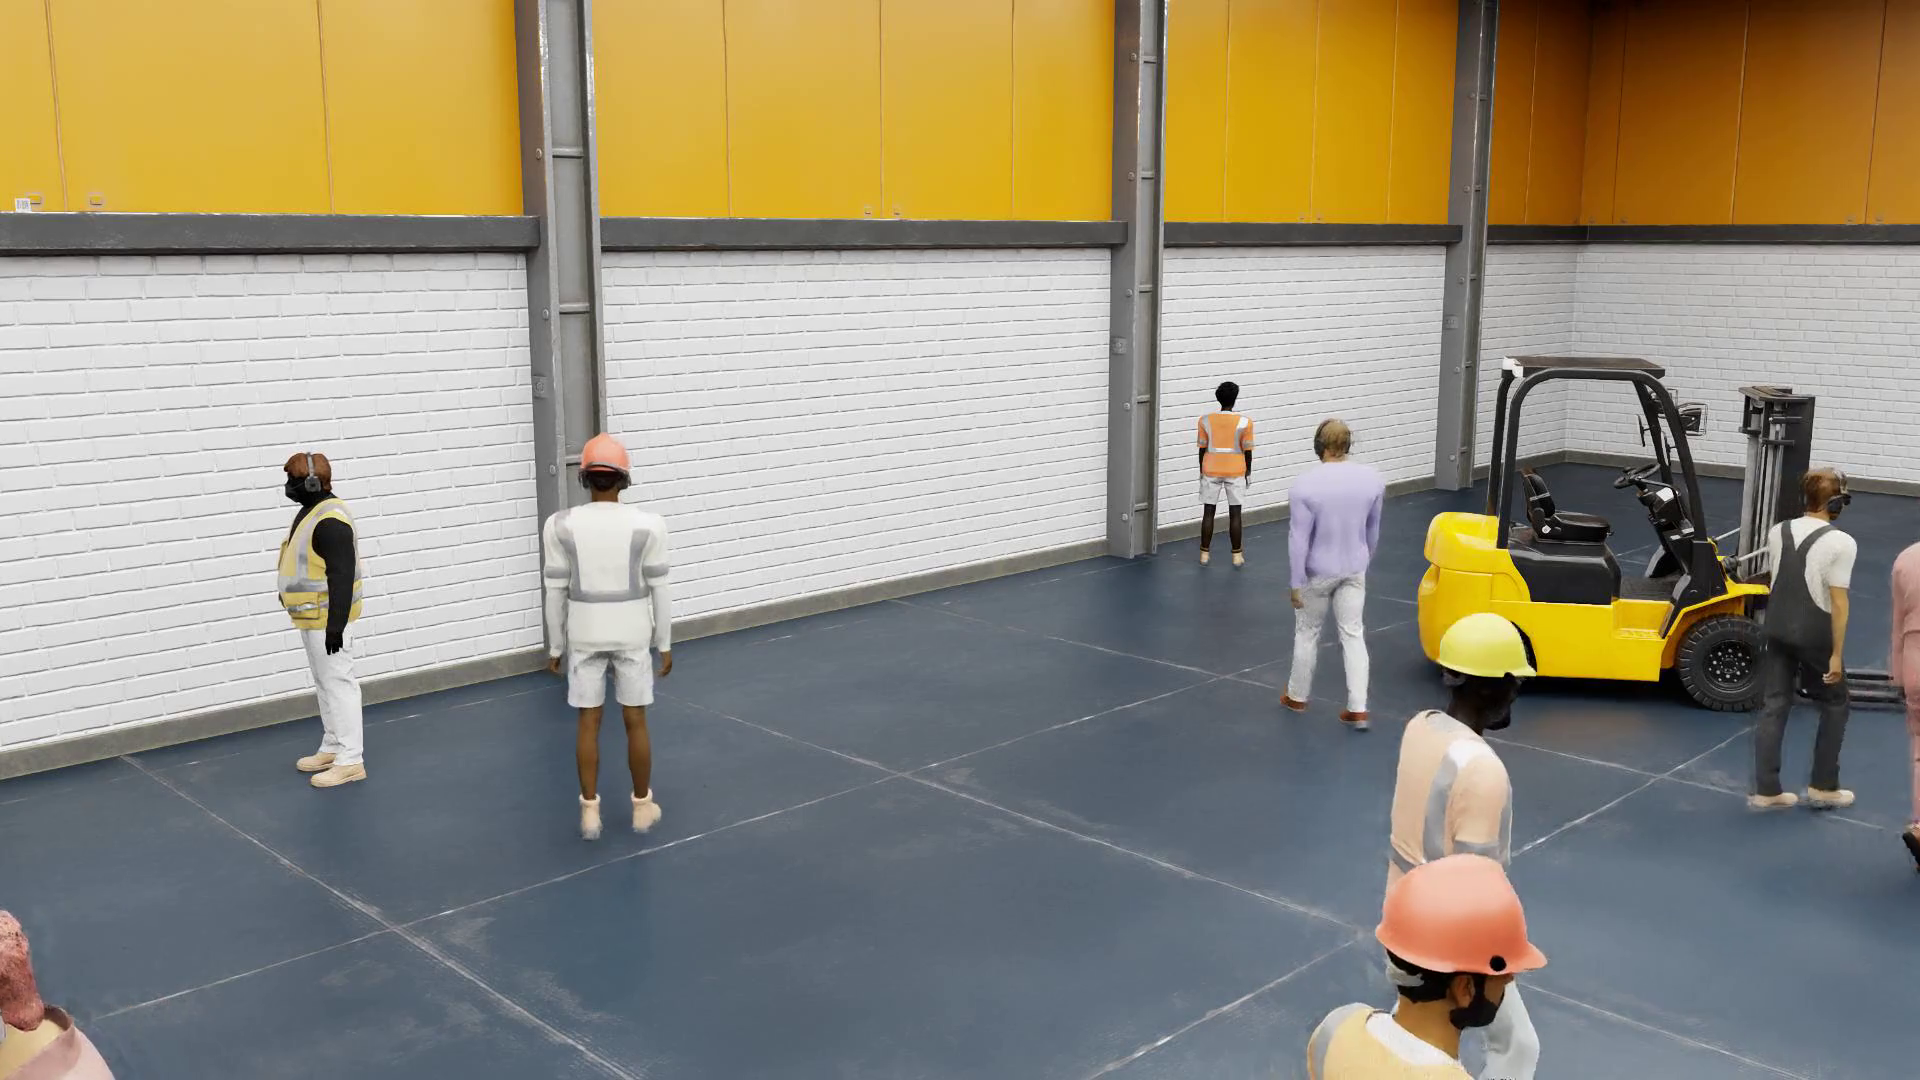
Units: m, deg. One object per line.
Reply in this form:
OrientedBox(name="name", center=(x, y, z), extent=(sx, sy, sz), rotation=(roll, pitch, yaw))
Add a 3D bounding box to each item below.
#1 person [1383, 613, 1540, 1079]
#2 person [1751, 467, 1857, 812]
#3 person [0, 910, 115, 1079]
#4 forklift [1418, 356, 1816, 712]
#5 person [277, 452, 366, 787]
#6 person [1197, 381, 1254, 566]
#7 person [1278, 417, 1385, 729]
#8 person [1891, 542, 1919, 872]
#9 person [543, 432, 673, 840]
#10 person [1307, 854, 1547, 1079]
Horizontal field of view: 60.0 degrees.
OrientedBox(name="person", center=(1.574, 1.154, 5.032), extent=(0.740, 1.900, 0.618), rotation=(-1, 10, -7))
OrientedBox(name="person", center=(4.470, 0.524, 8.695), extent=(0.708, 1.817, 0.537), rotation=(-6, 12, -28))
OrientedBox(name="person", center=(-1.586, 1.534, 3.019), extent=(0.579, 1.886, 0.647), rotation=(-8, 13, -37))
OrientedBox(name="forklift", center=(4.276, -0.101, 11.076), extent=(2.313, 2.155, 1.214), rotation=(2, 11, 13))
OrientedBox(name="person", center=(-3.515, 0.428, 9.157), extent=(0.429, 1.841, 0.634), rotation=(-6, 12, -32))
OrientedBox(name="person", center=(2.416, -0.602, 15.196), extent=(0.530, 1.690, 0.321), rotation=(3, 11, 18))
OrientedBox(name="person", center=(2.294, 0.192, 10.274), extent=(0.637, 1.927, 0.692), rotation=(-2, 11, -10))
OrientedBox(name="person", center=(4.582, 0.675, 7.703), extent=(0.520, 1.883, 0.647), rotation=(-5, 12, -26))
OrientedBox(name="person", center=(-1.747, 0.478, 8.330), extent=(0.614, 2.042, 0.379), rotation=(-1, 10, -6))
OrientedBox(name="person", center=(0.755, 1.513, 3.077), extent=(0.792, 1.914, 0.552), rotation=(-3, 11, -18))
